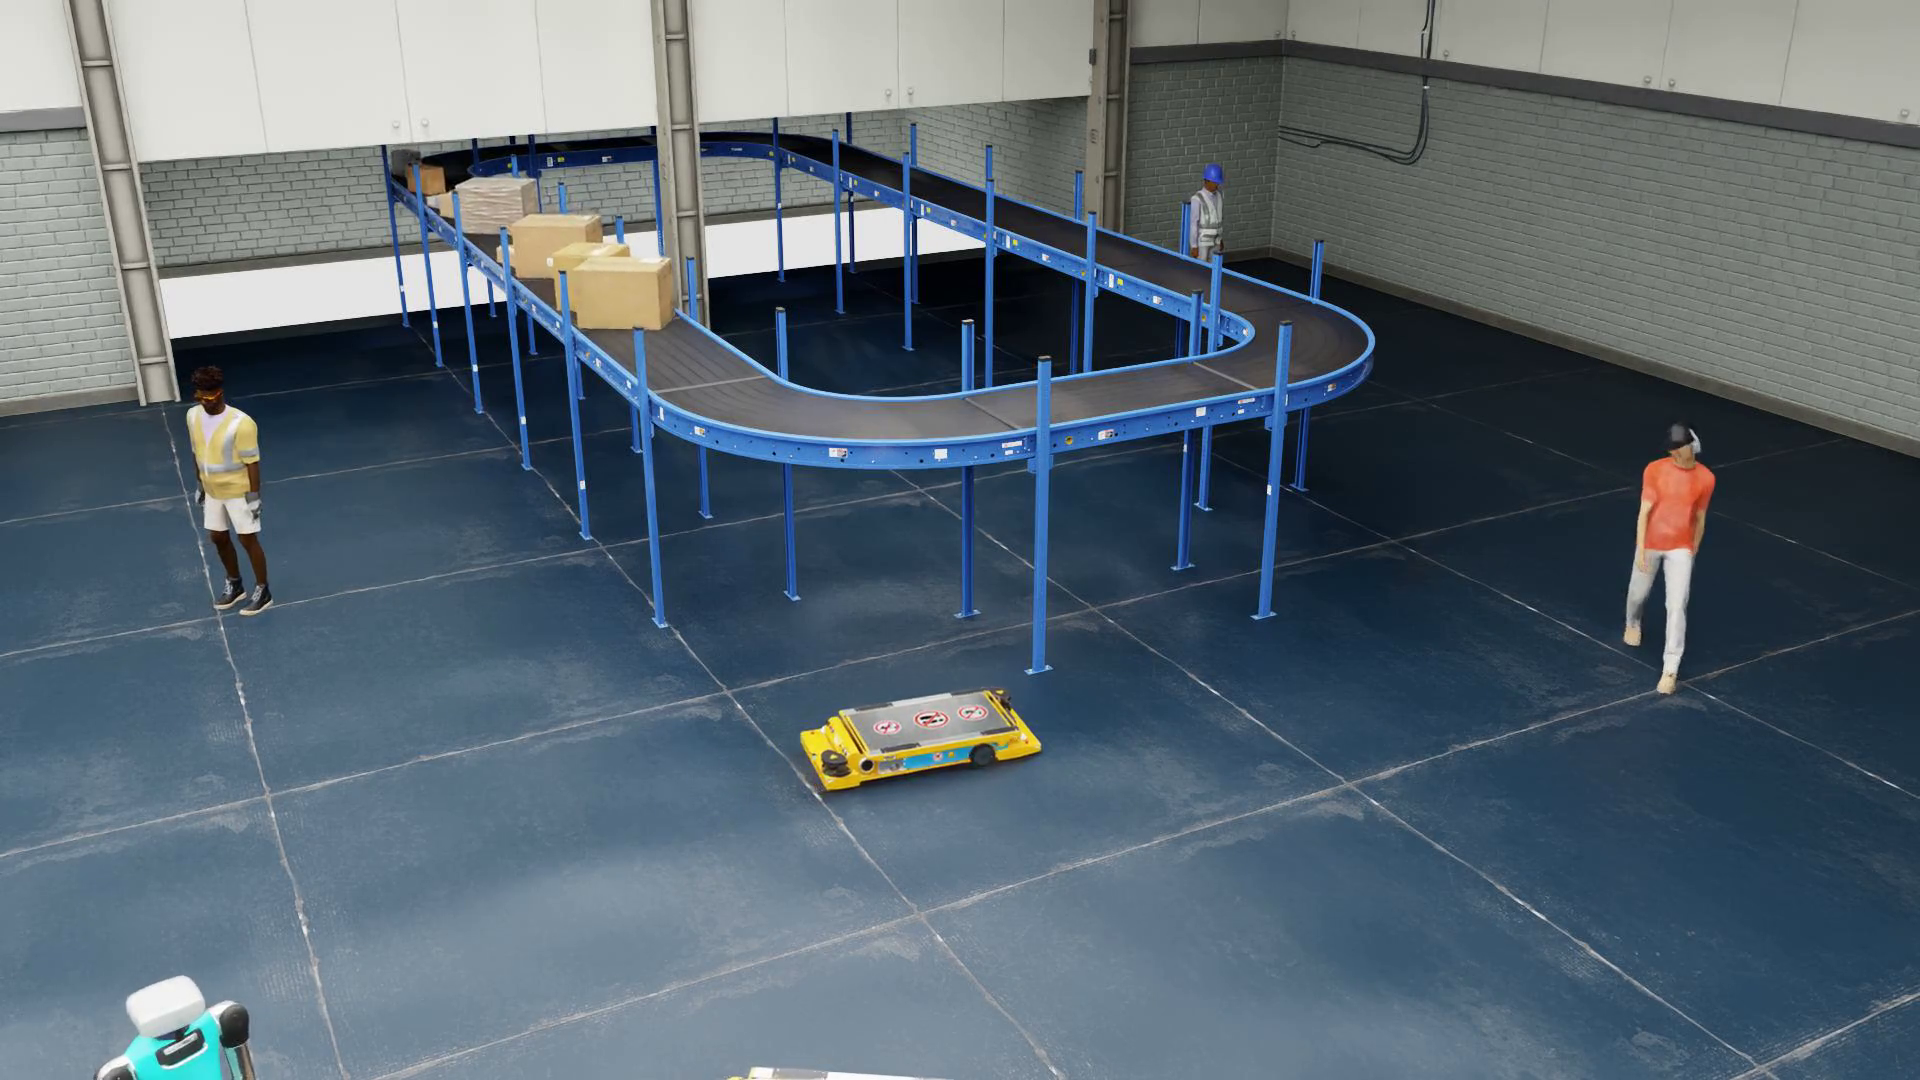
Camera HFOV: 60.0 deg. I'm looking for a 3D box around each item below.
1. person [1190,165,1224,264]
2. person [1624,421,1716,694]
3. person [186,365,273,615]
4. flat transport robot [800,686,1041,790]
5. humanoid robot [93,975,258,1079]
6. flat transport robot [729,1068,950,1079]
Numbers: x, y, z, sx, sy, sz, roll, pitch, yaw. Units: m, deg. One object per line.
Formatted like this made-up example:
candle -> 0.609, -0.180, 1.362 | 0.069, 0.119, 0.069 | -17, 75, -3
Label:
person -> 3.114, -3.759, 20.958 | 0.416, 1.932, 0.617 | 20, 30, 40
person -> 4.970, 0.041, 11.669 | 0.467, 1.838, 0.950 | 8, 23, 19
person -> -5.536, -0.386, 12.587 | 0.619, 1.954, 0.379 | 8, 24, 20
flat transport robot -> -0.259, 1.270, 10.735 | 1.431, 0.231, 0.659 | -8, 23, -18
humanoid robot -> -2.591, 2.407, 5.950 | 0.981, 1.723, 0.538 | 17, 28, 36
flat transport robot -> -0.536, 2.652, 7.321 | 1.431, 0.231, 0.659 | 2, 22, 5
